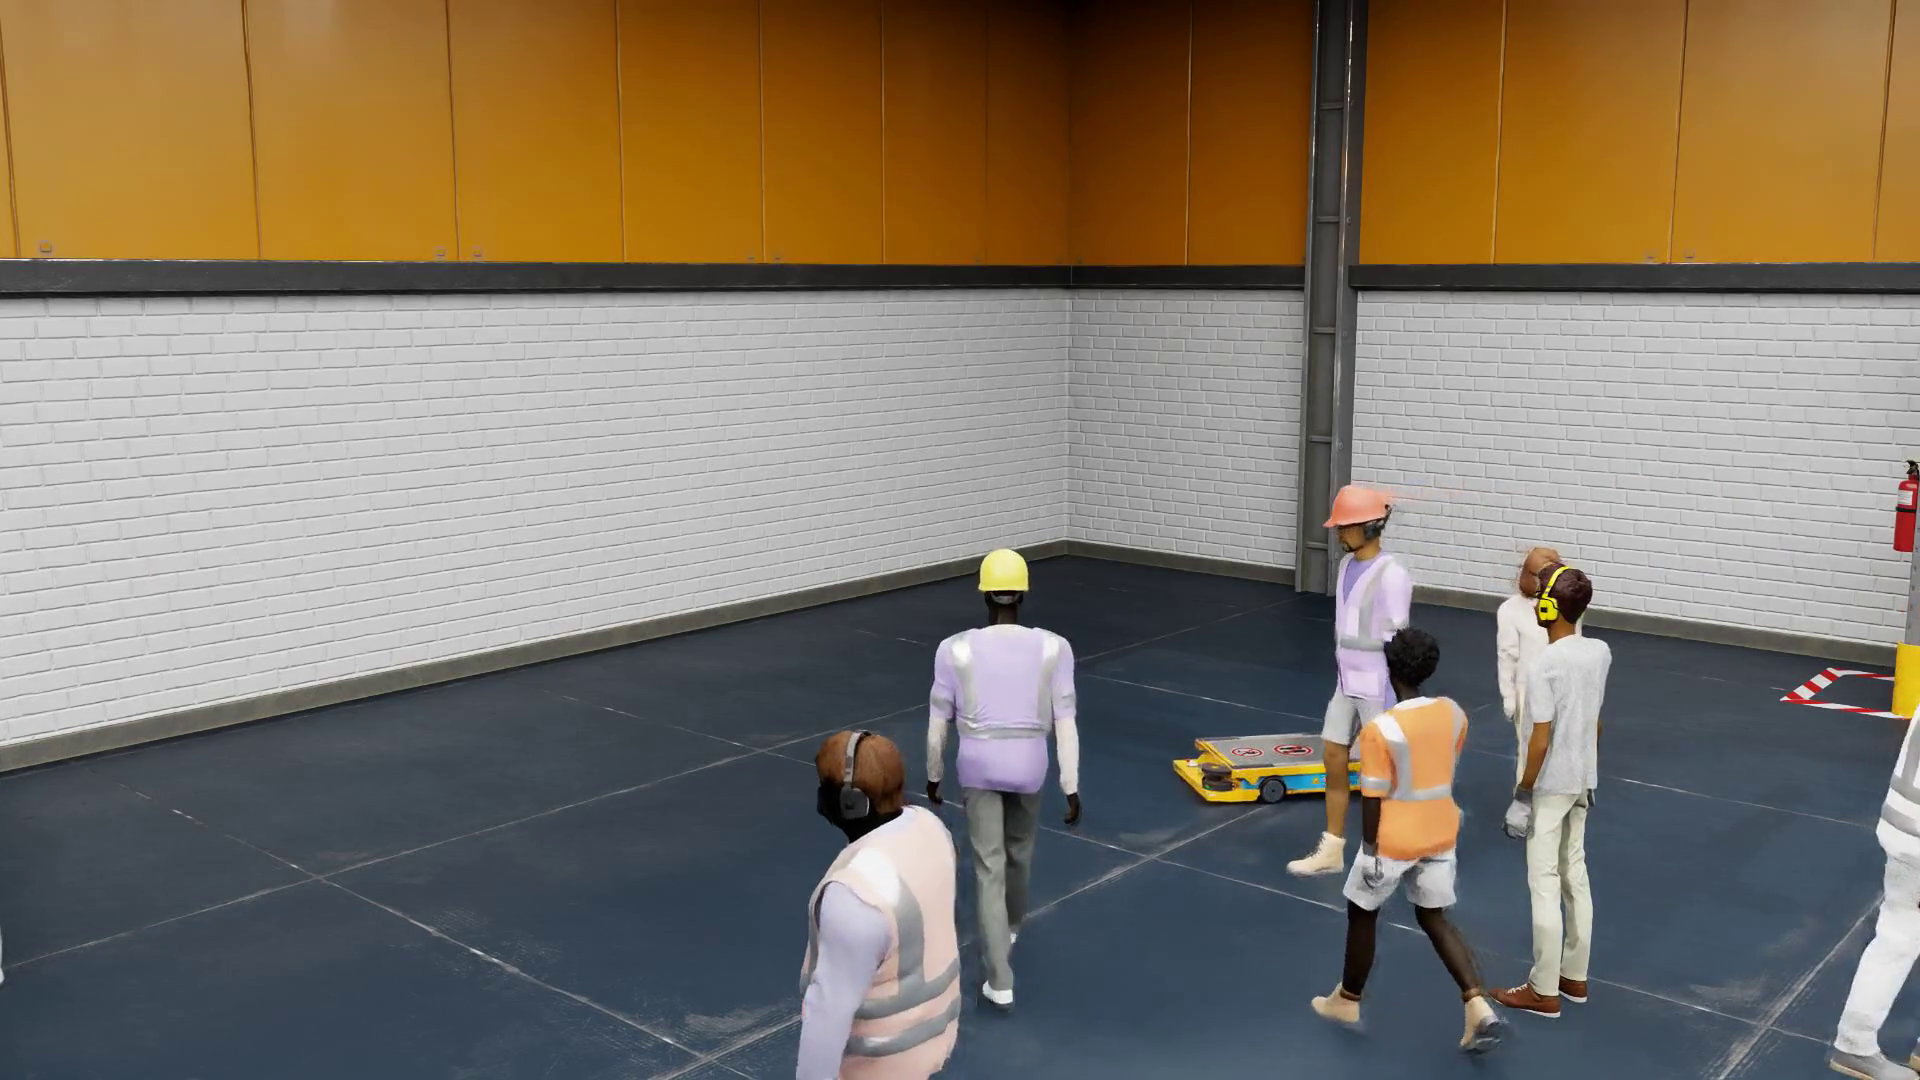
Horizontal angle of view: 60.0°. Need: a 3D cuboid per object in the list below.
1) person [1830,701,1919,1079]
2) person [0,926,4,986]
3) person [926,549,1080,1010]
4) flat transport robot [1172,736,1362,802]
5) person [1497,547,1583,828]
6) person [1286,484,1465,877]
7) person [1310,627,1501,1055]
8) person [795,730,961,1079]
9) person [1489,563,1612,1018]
[{"bbox_3d":[3.616,1.150,6.104,0.659,1.849,0.601,6,11,34],"label":"person"},{"bbox_3d":[-4.259,1.113,7.004,0.527,1.636,0.320,5,10,30],"label":"person"},{"bbox_3d":[0.175,0.971,7.138,0.629,1.872,0.997,-1,9,-7],"label":"person"},{"bbox_3d":[2.049,1.332,9.889,1.431,0.197,0.652,-2,9,-11],"label":"flat transport robot"},{"bbox_3d":[3.089,0.826,8.844,0.526,1.610,0.364,-2,9,-10],"label":"person"},{"bbox_3d":[2.129,0.710,8.374,0.908,2.012,0.623,-2,9,-14],"label":"person"},{"bbox_3d":[1.780,1.173,6.502,0.531,1.667,0.750,-5,10,-28],"label":"person"},{"bbox_3d":[-0.340,1.404,4.625,0.875,1.805,0.653,3,10,18],"label":"person"},{"bbox_3d":[2.431,1.021,6.836,0.521,1.873,0.328,-7,11,-36],"label":"person"}]
